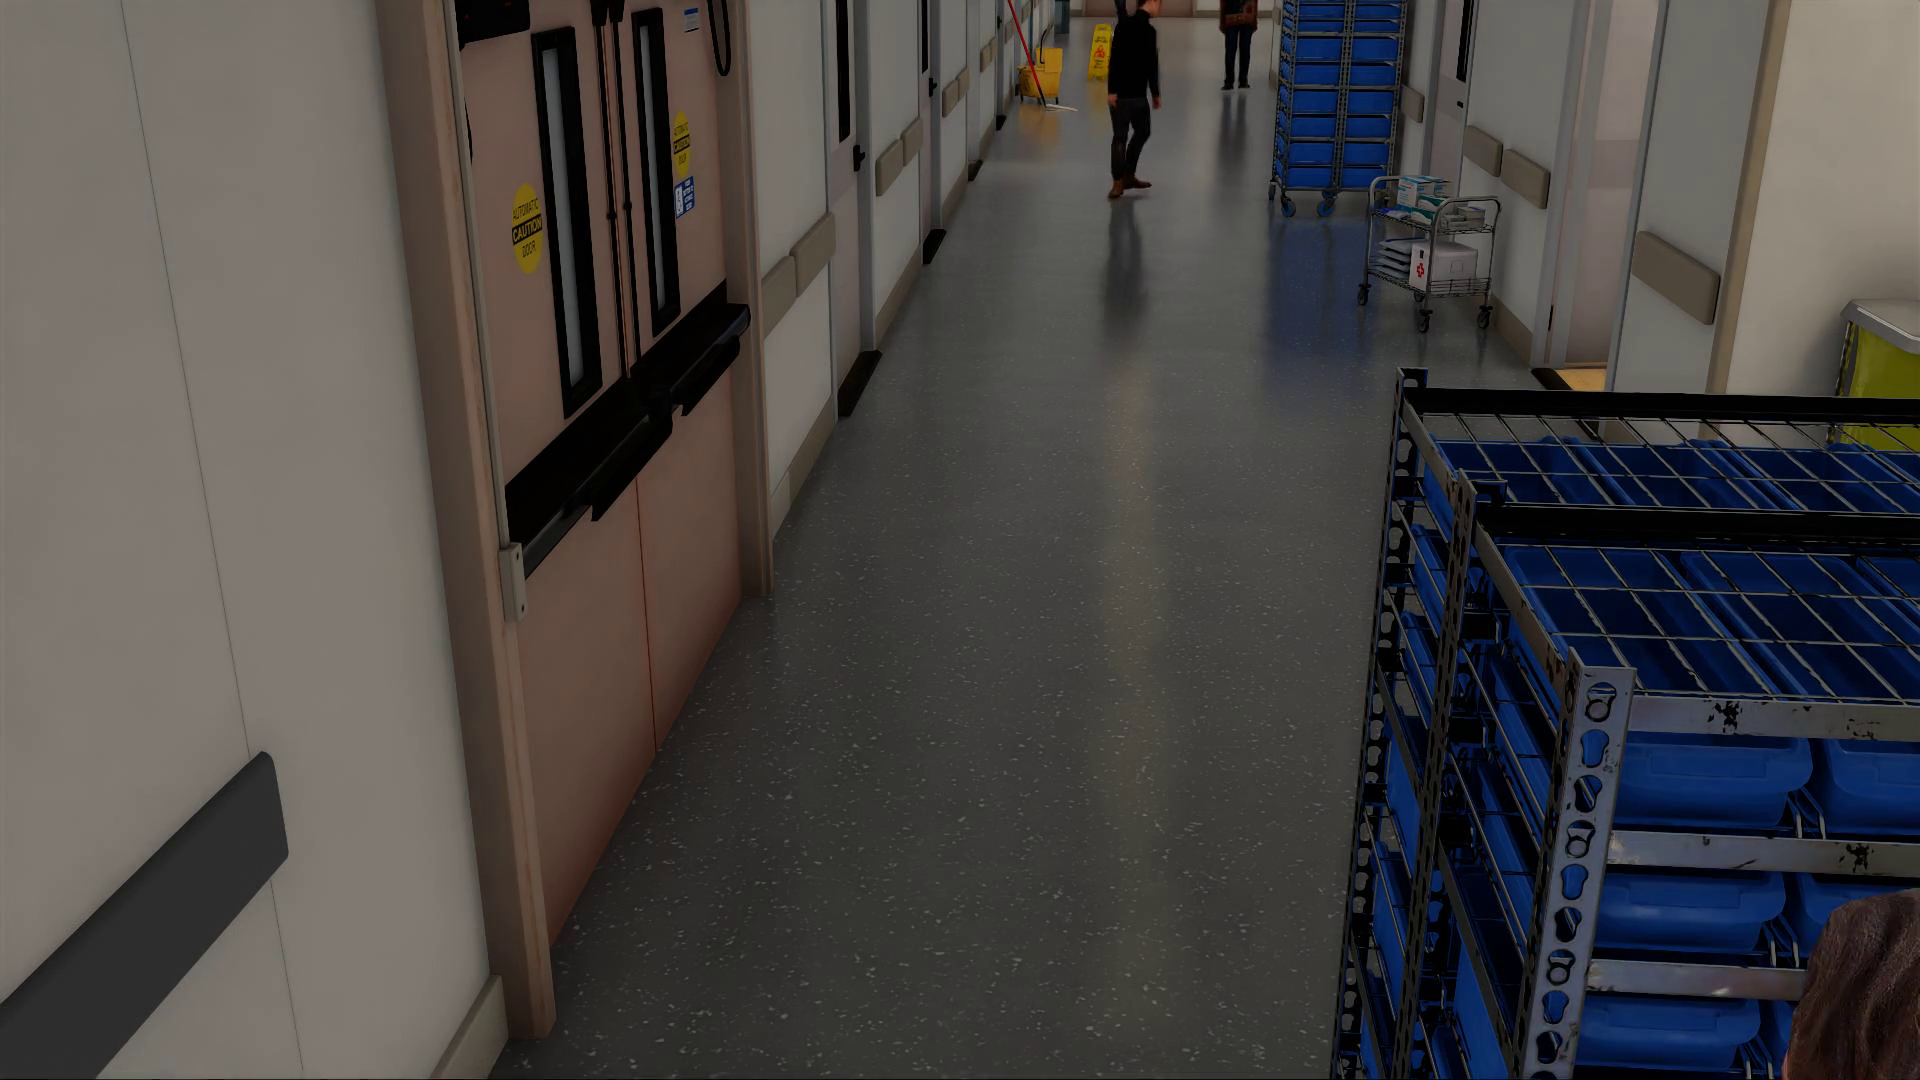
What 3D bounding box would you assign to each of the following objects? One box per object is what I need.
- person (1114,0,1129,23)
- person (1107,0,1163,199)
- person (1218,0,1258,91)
[{"bbox_3d":[2.929,-10.074,30.251,0.812,1.902,0.591,7,22,18],"label":"person"},{"bbox_3d":[1.368,-3.691,13.706,0.777,1.685,0.849,-10,23,-25],"label":"person"},{"bbox_3d":[3.640,-6.798,21.681,0.712,1.805,0.674,2,21,6],"label":"person"}]
